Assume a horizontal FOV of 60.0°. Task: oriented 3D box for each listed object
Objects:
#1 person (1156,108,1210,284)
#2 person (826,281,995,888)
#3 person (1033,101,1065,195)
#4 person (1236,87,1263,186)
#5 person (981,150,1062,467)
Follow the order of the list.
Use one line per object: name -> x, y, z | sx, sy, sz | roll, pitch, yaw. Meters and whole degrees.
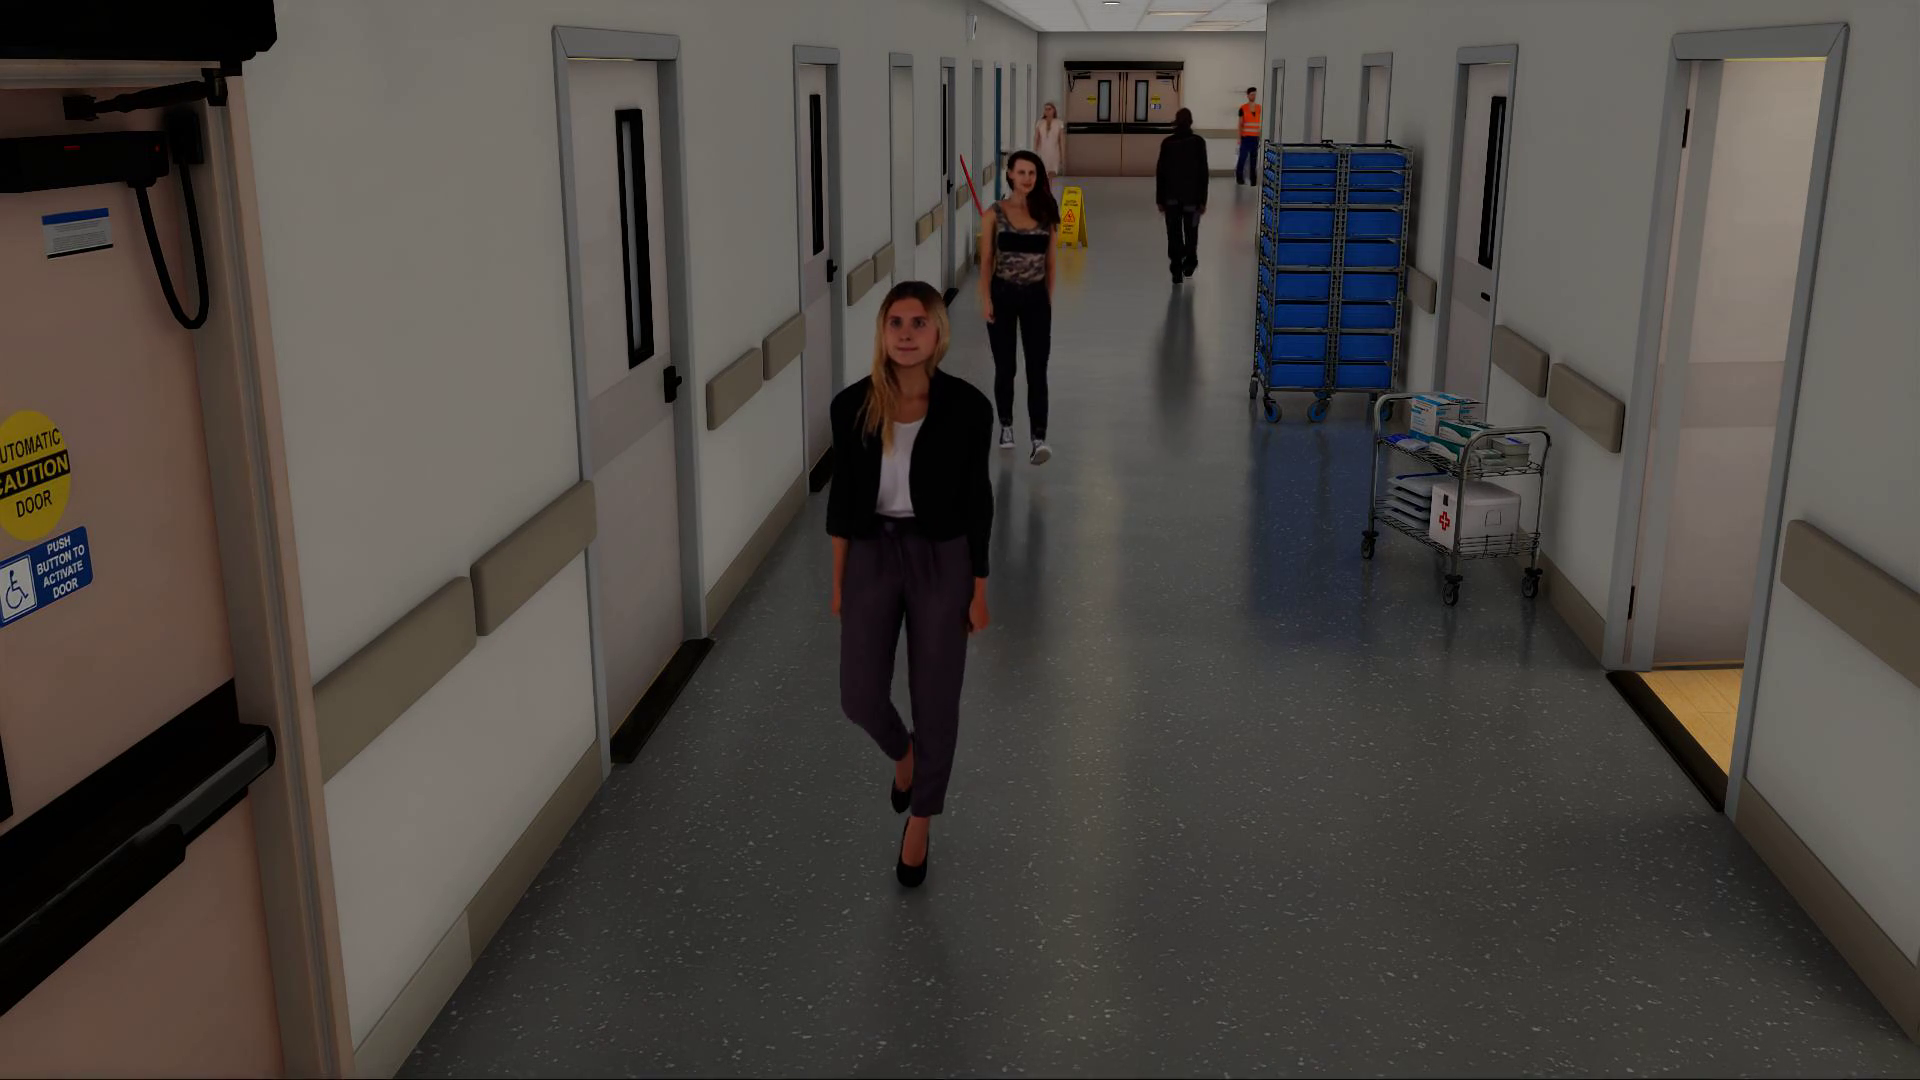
person -> 2.309, -3.540, 17.329 | 0.802, 1.768, 1.179 | 3, 16, 12
person -> -0.125, 0.118, 4.553 | 0.607, 1.662, 0.687 | 2, 16, 7
person -> 1.402, -5.995, 26.201 | 0.702, 1.679, 1.165 | 3, 16, 11
person -> 5.606, -7.847, 32.475 | 0.953, 1.841, 1.312 | -4, 16, -12
person -> 0.302, -1.282, 9.511 | 0.747, 1.666, 1.200 | -1, 16, -5
